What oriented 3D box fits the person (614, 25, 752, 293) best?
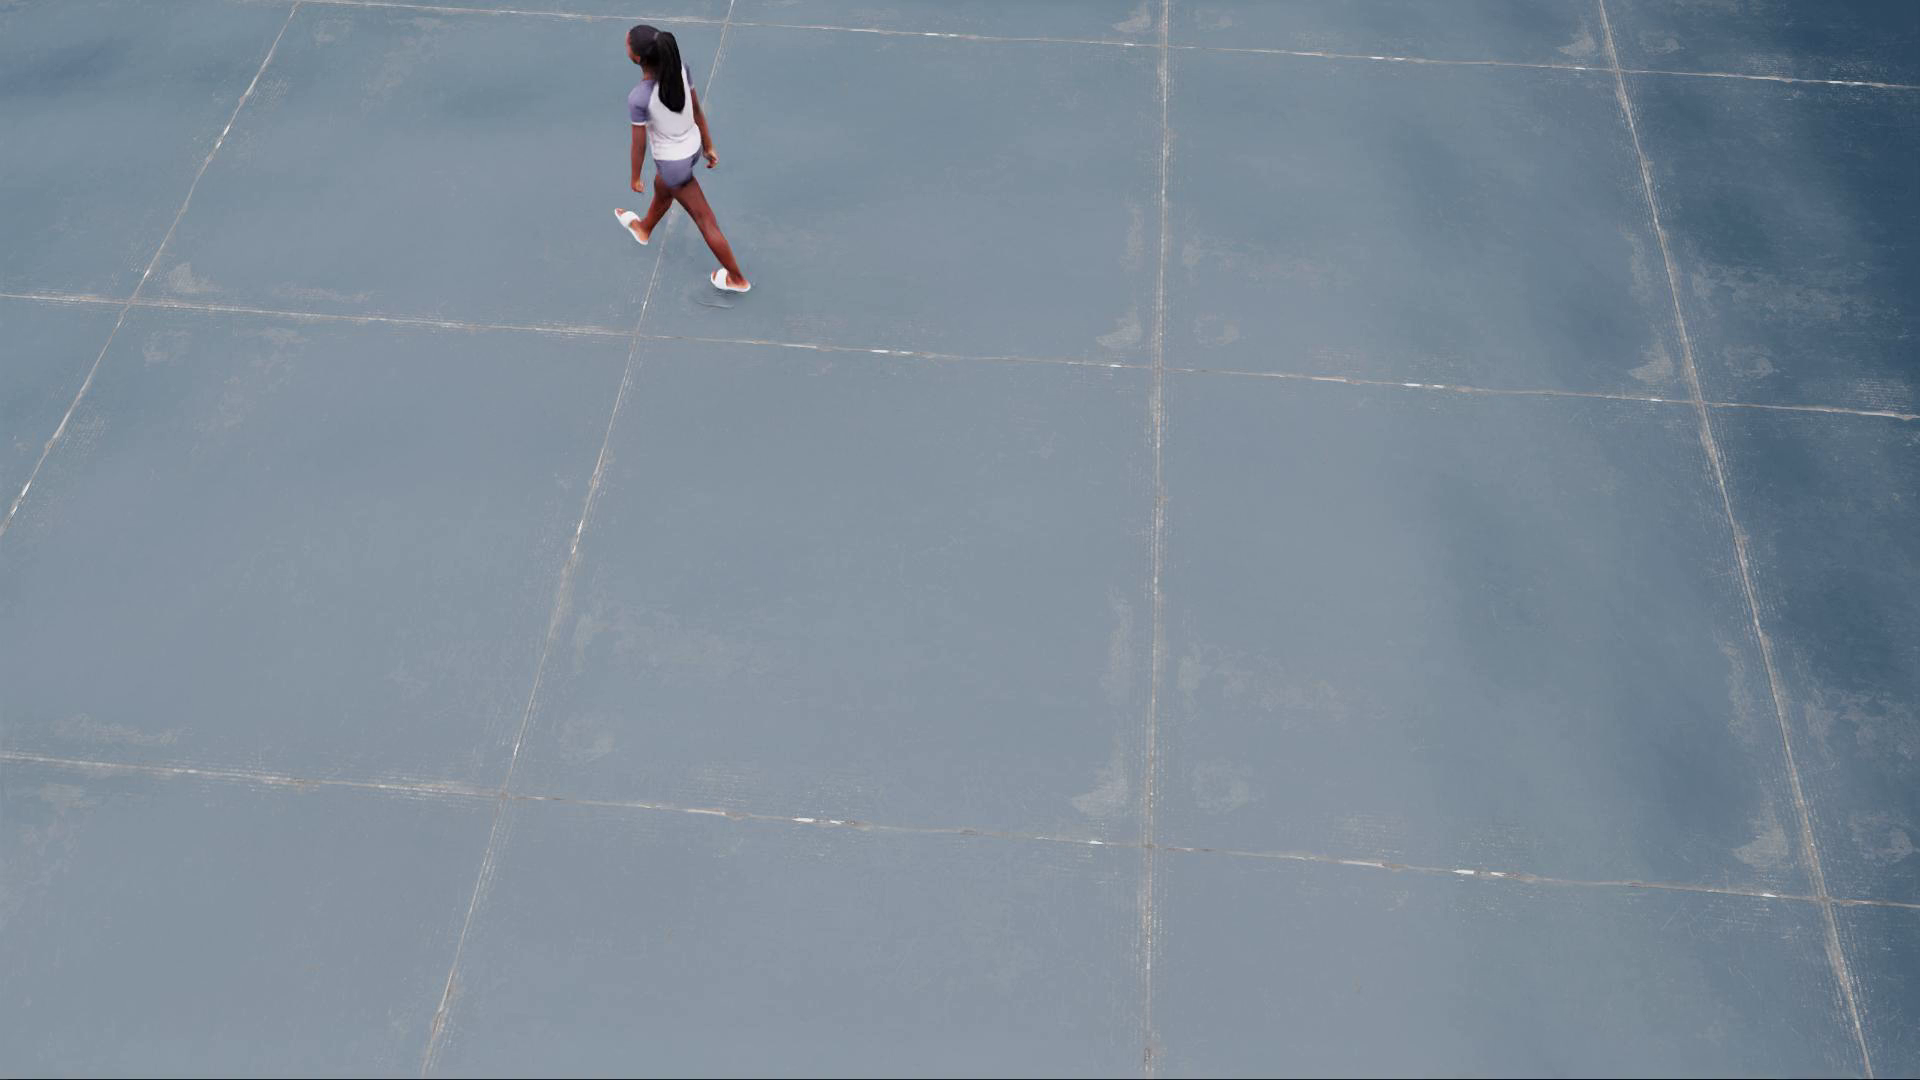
[{"bbox_3d":[-1.484,-2.029,9.149,1.281,1.670,0.973,26,57,19],"label":"person"}]
